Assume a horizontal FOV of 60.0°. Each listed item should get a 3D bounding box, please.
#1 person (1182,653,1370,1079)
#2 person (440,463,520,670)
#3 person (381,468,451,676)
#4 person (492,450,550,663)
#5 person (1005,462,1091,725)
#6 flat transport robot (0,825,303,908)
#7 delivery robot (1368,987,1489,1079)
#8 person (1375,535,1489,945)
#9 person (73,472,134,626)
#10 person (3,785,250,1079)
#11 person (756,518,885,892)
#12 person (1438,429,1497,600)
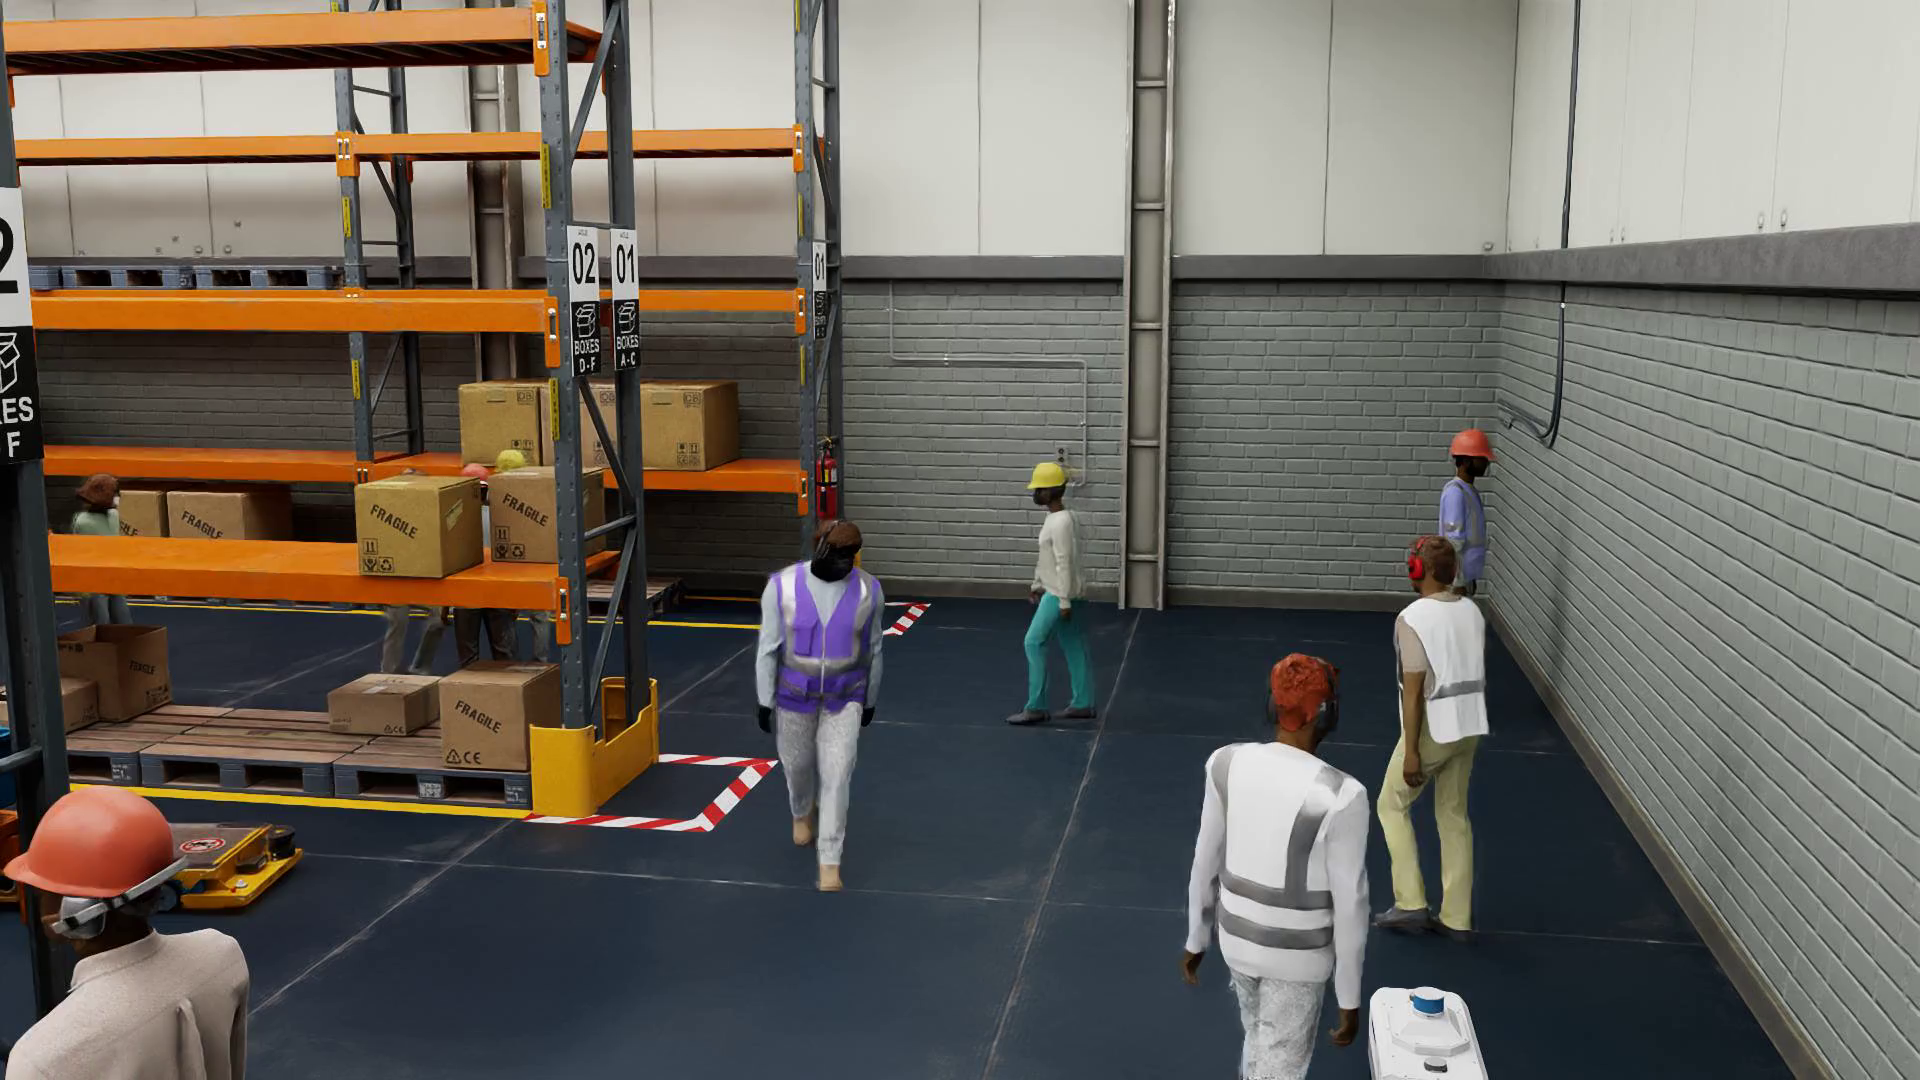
[{"bbox_3d":[0.923,1.270,5.058,0.658,1.891,0.637,-8,12,-40],"label":"person"},{"bbox_3d":[-3.149,0.367,10.912,0.564,1.745,0.346,-6,11,-35],"label":"person"},{"bbox_3d":[-3.867,0.303,11.709,0.449,1.618,0.537,4,10,21],"label":"person"},{"bbox_3d":[-3.162,0.205,11.996,0.469,1.727,0.548,9,13,44],"label":"person"},{"bbox_3d":[0.561,0.357,11.009,0.703,1.743,0.546,1,9,4],"label":"person"},{"bbox_3d":[-4.023,1.566,8.043,1.431,0.197,0.652,0,9,0],"label":"flat transport robot"},{"bbox_3d":[1.583,1.763,5.651,0.477,0.478,0.707,2,9,10],"label":"delivery robot"},{"bbox_3d":[2.139,0.892,7.463,0.589,1.807,0.531,-6,11,-34],"label":"person"},{"bbox_3d":[-5.993,0.327,11.538,0.418,1.621,0.542,0,9,1],"label":"person"},{"bbox_3d":[-1.654,1.460,3.359,0.375,1.997,0.611,2,9,9],"label":"person"},{"bbox_3d":[-0.692,0.765,8.324,0.640,1.799,0.871,-1,9,-5],"label":"person"},{"bbox_3d":[3.409,0.215,11.260,0.351,1.941,0.545,4,10,22],"label":"person"}]
